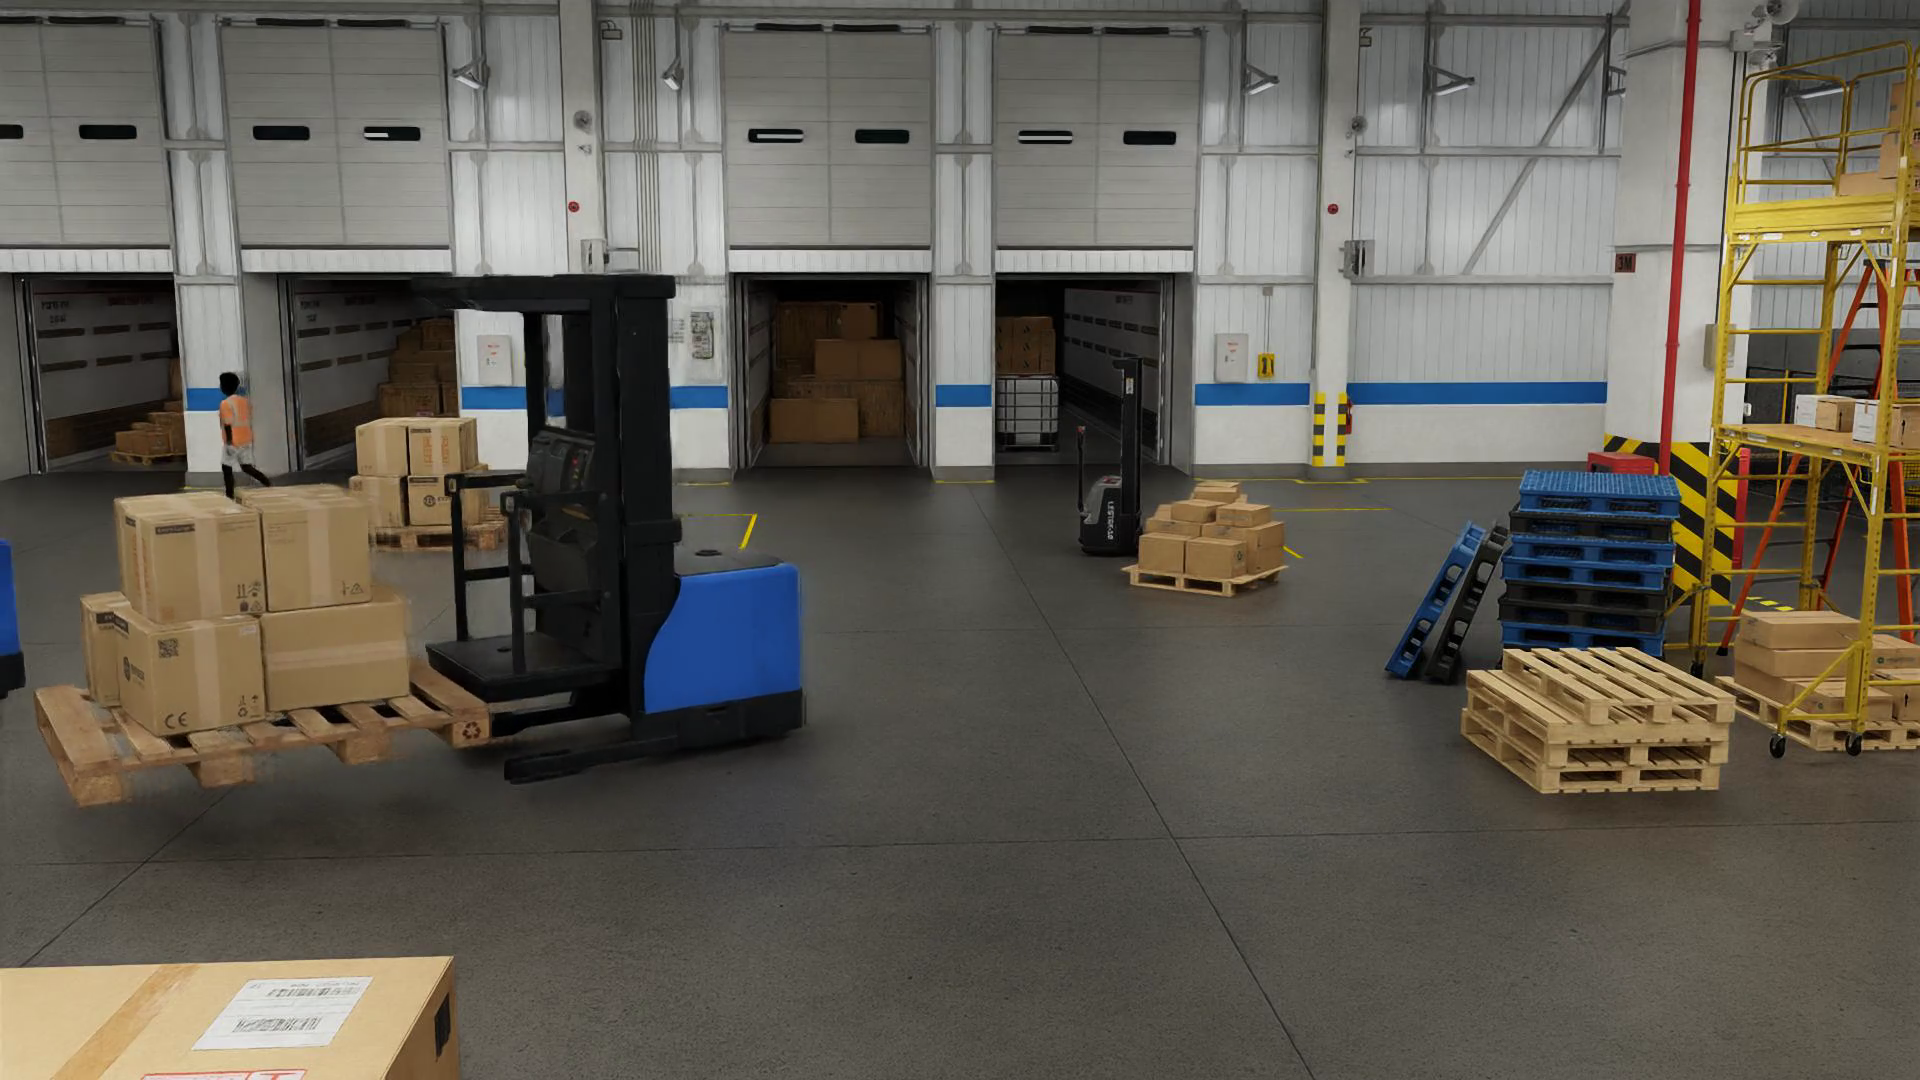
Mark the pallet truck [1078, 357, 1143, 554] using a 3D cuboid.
[{"bbox_3d":[2.088,-0.836,16.757,1.885,1.965,0.823,2,9,13],"label":"pallet truck"}]

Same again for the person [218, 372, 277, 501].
[{"bbox_3d":[-8.608,-1.187,19.974,0.720,1.673,0.538,1,9,5],"label":"person"}]

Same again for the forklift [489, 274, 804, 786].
[{"bbox_3d":[-1.982,-0.172,9.826,1.873,2.768,1.129,-6,11,-34],"label":"forklift"}]

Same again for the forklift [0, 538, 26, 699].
[{"bbox_3d":[-7.113,-0.258,10.364,1.129,2.768,1.873,5,10,27],"label":"forklift"}]
